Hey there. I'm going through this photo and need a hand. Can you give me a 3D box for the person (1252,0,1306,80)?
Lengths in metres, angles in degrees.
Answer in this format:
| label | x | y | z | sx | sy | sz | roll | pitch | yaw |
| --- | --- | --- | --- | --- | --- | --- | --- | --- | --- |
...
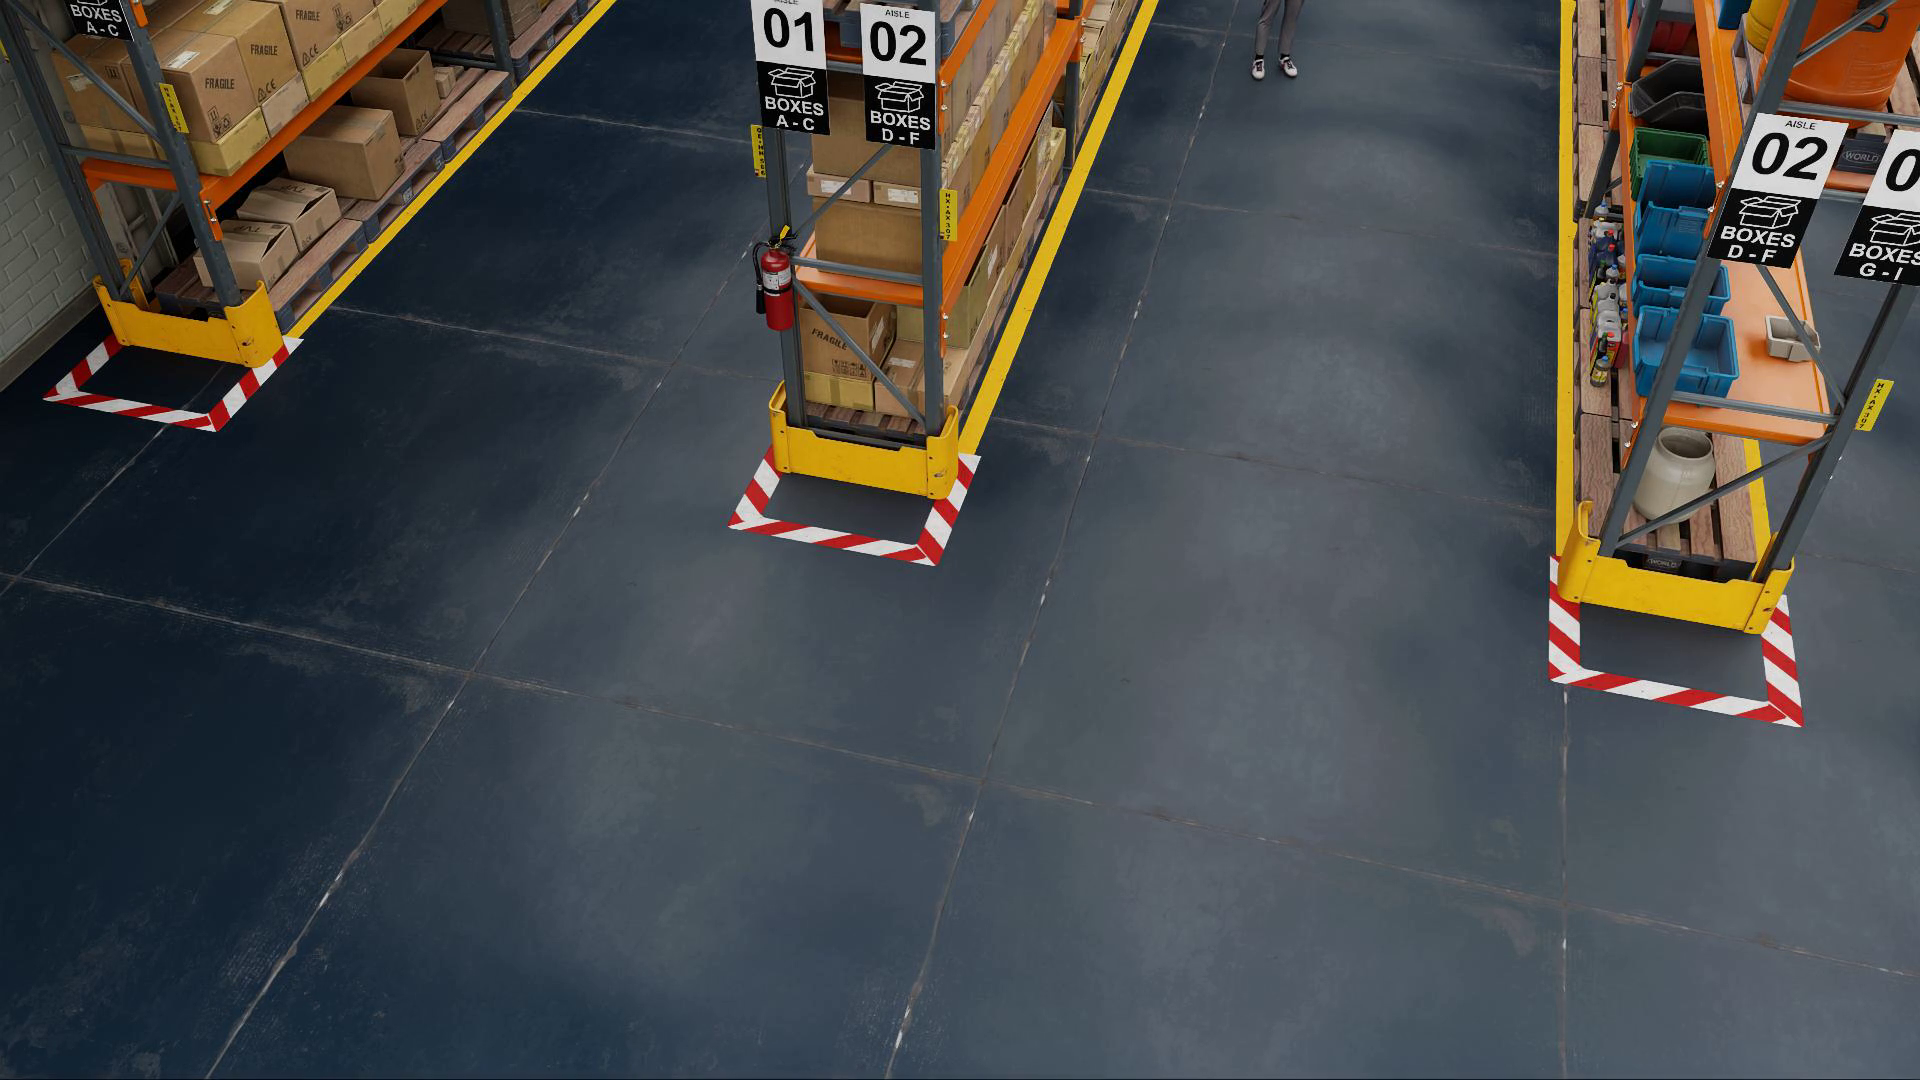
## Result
| label | x | y | z | sx | sy | sz | roll | pitch | yaw |
| --- | --- | --- | --- | --- | --- | --- | --- | --- | --- |
| person | 2.778 | -4.858 | 14.016 | 0.790 | 1.950 | 0.742 | -6 | 43 | -6 |
